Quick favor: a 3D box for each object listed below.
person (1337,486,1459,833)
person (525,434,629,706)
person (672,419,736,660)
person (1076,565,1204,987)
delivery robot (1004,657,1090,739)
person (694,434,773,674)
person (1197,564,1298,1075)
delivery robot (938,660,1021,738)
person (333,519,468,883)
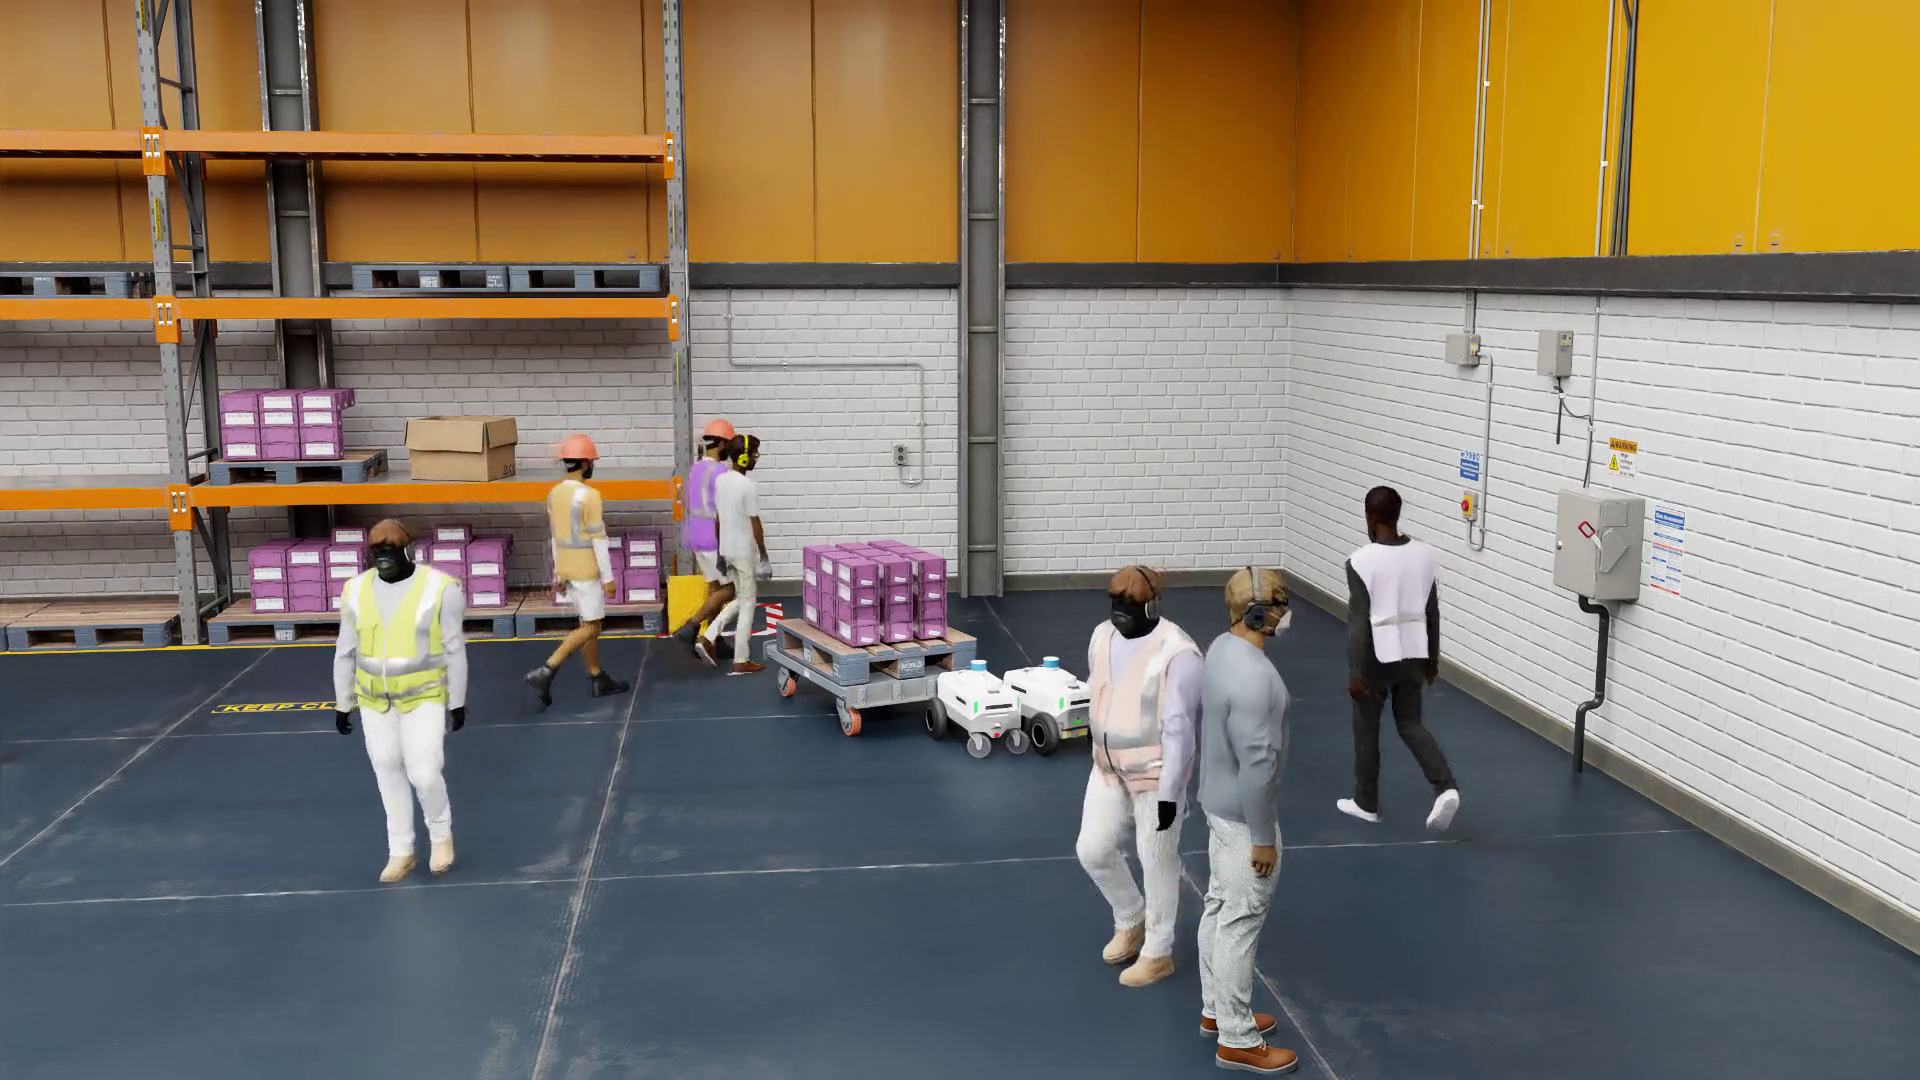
[{"bbox_3d":[2.405,0.657,9.014,0.634,1.886,0.767,-5,10,-26],"label":"person"},{"bbox_3d":[-2.705,0.217,11.659,0.806,1.917,0.559,-8,12,-42],"label":"person"},{"bbox_3d":[-1.949,0.019,12.956,0.591,1.895,0.625,-5,10,-29],"label":"person"},{"bbox_3d":[0.762,0.997,7.072,0.435,1.821,0.636,-8,12,-41],"label":"person"},{"bbox_3d":[0.584,0.997,10.731,0.477,0.478,0.707,-5,11,-31],"label":"delivery robot"},{"bbox_3d":[-1.677,0.123,12.471,0.467,1.846,0.520,-8,12,-39],"label":"person"},{"bbox_3d":[1.100,1.051,6.380,0.372,1.940,0.632,0,9,-2],"label":"person"},{"bbox_3d":[0.119,1.012,10.638,0.477,0.478,0.707,-3,10,-20],"label":"delivery robot"},{"bbox_3d":[-2.786,0.800,8.290,0.642,1.828,0.445,1,9,6],"label":"person"}]
